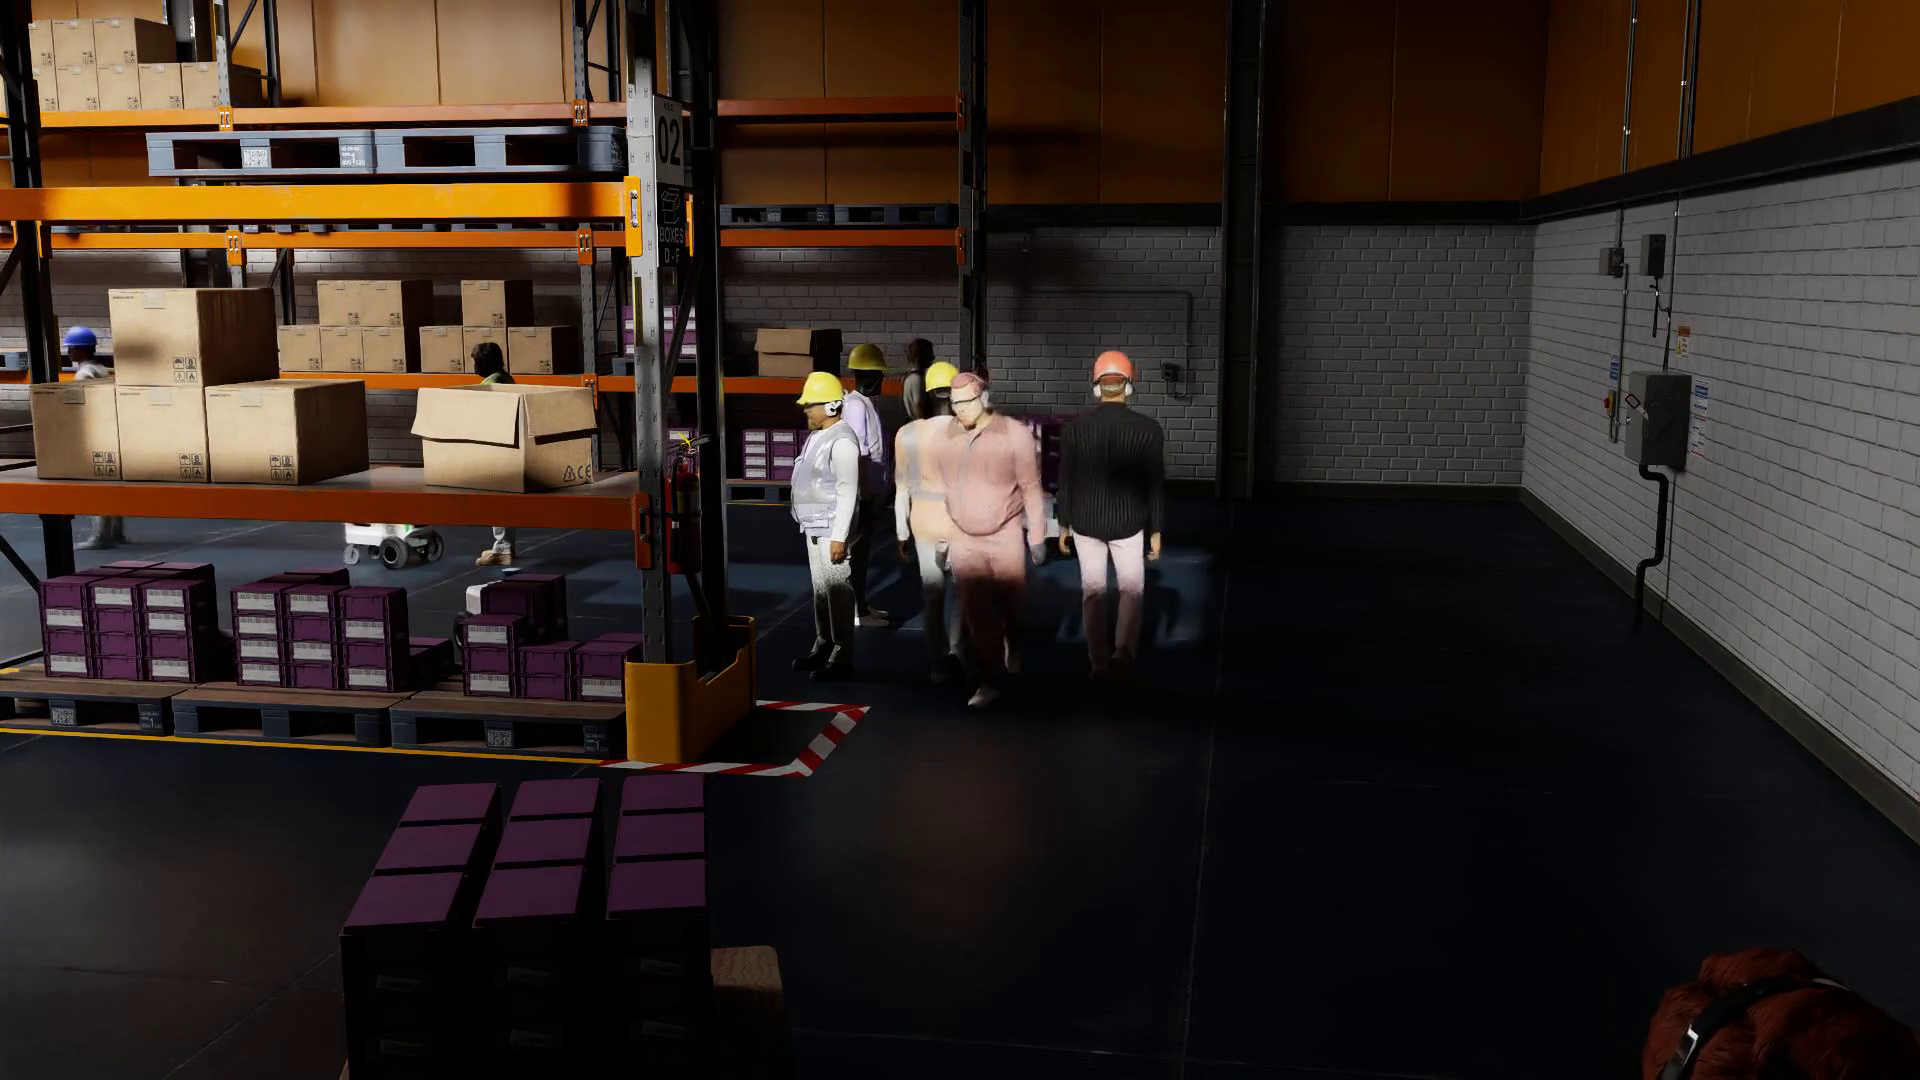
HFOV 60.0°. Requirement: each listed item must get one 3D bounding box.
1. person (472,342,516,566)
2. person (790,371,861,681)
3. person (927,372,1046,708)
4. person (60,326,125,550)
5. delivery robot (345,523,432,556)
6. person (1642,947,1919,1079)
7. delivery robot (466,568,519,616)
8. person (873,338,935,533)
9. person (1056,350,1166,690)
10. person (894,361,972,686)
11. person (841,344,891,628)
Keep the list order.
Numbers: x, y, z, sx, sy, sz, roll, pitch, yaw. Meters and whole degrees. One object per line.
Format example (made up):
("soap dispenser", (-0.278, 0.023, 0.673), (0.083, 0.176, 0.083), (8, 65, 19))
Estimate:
("person", (-3.845, -0.709, 13.715), (0.429, 1.840, 0.624), (-1, 9, -5))
("person", (-0.799, -0.086, 9.869), (0.404, 1.830, 0.588), (-4, 10, -23))
("person", (0.165, -0.033, 9.470), (0.695, 1.867, 0.795), (2, 9, 14))
("person", (-7.544, -0.886, 14.467), (0.403, 1.945, 0.614), (-2, 9, -14))
("delivery robot", (-4.703, -0.111, 13.680), (0.707, 0.478, 0.477), (4, 10, 23))
("person", (0.626, 1.254, 1.399), (0.574, 1.882, 0.355), (-2, 9, -14))
("delivery robot", (-2.796, 0.420, 10.383), (0.477, 0.478, 0.707), (-7, 12, -39))
("person", (-0.430, -0.956, 15.334), (0.945, 1.810, 0.516), (0, 9, -2))
("person", (0.849, -0.089, 9.454), (0.633, 1.967, 0.623), (2, 9, 10))
("person", (-0.088, -0.068, 9.573), (0.590, 1.904, 0.540), (1, 9, 5))
("person", (-0.645, -0.372, 11.344), (0.369, 1.925, 0.594), (0, 9, -2))
